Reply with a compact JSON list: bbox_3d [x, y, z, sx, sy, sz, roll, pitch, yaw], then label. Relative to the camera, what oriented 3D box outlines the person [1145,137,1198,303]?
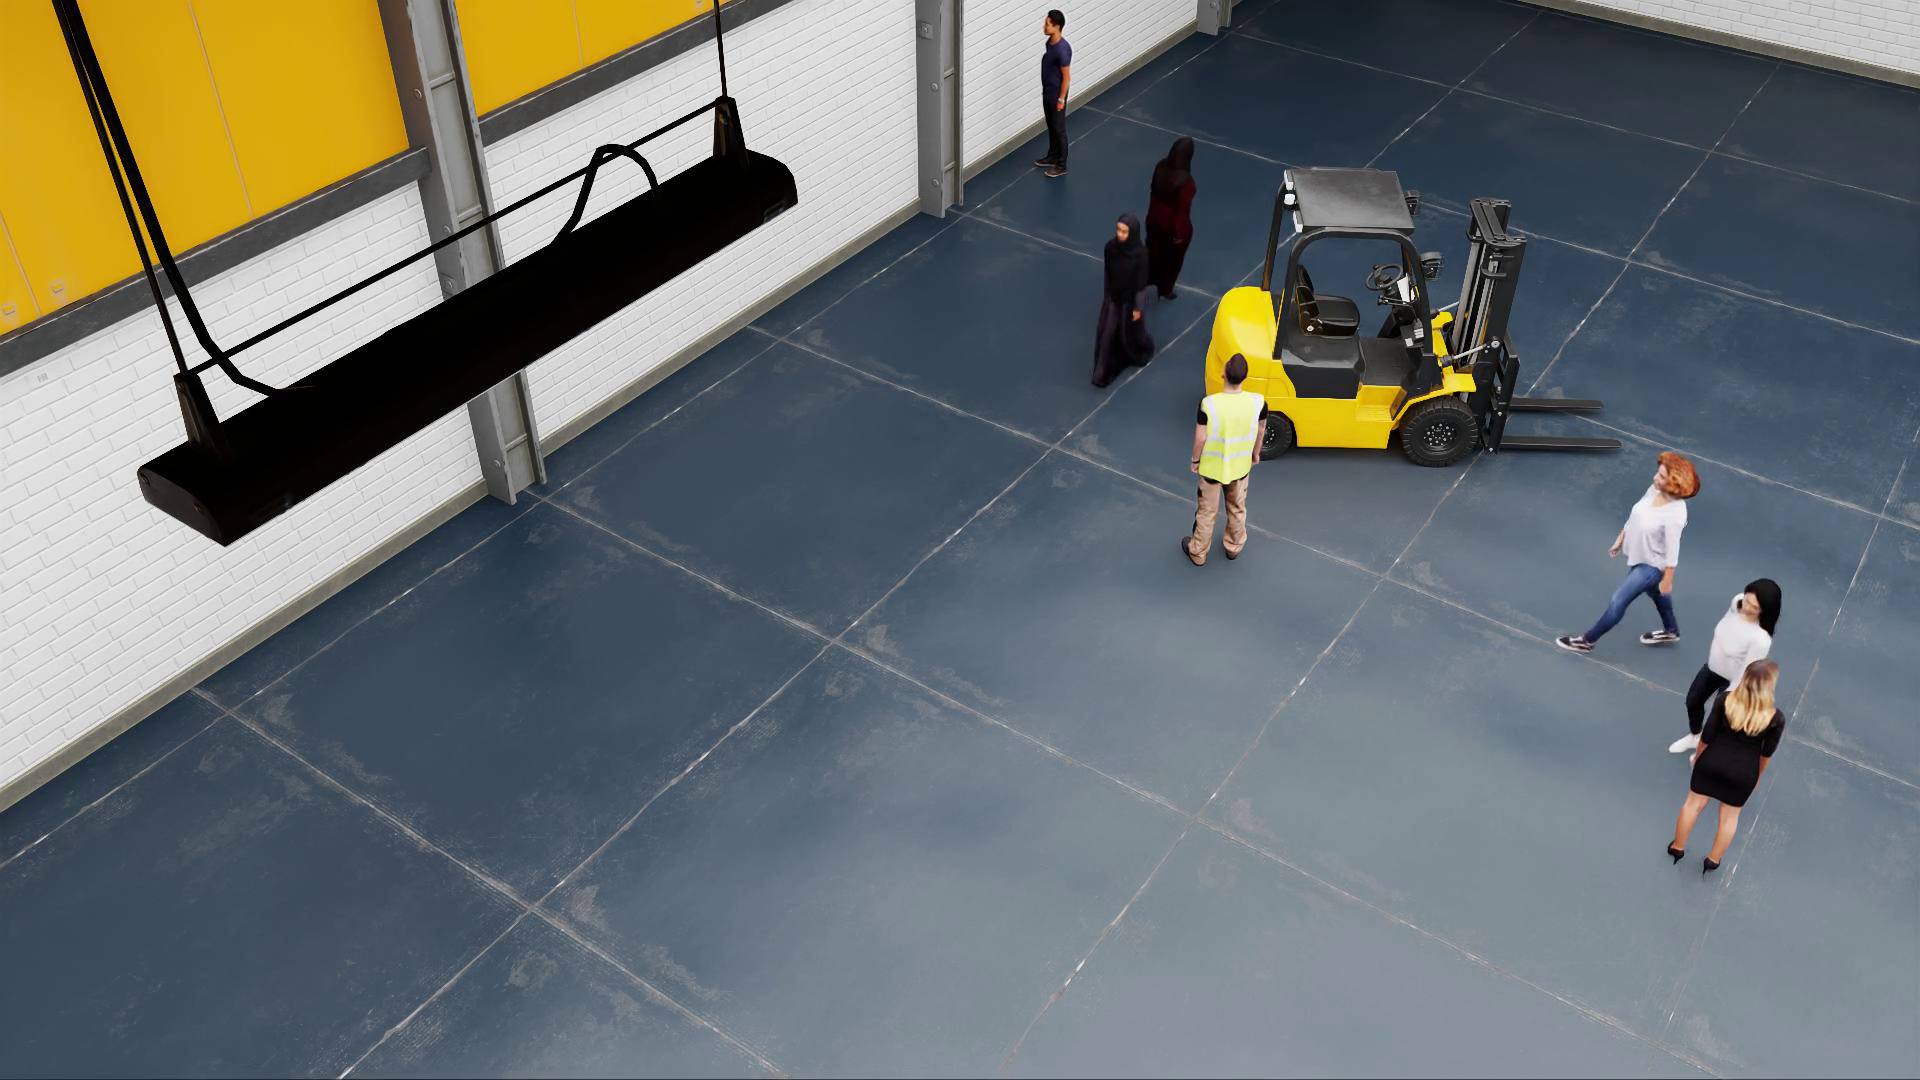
[{"bbox_3d":[1.852,-2.867,15.317,1.038,1.728,0.888,-24,44,-27],"label":"person"}]

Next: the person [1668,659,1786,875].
[{"bbox_3d":[4.631,1.378,10.044,0.556,1.675,0.477,21,43,24],"label":"person"}]

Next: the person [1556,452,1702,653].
[{"bbox_3d":[4.908,0.139,11.603,1.095,1.665,1.182,3,39,4],"label":"person"}]

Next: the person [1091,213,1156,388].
[{"bbox_3d":[1.490,-2.137,14.511,0.625,1.592,1.041,20,43,23],"label":"person"}]

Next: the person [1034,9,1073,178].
[{"bbox_3d":[1.019,-4.740,17.610,0.732,1.791,0.719,-12,40,-15],"label":"person"}]

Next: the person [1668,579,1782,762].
[{"bbox_3d":[5.016,0.839,10.723,0.846,1.669,0.786,0,39,0],"label":"person"}]

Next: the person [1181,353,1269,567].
[{"bbox_3d":[1.969,-0.591,12.372,0.855,1.847,0.914,-6,39,-8],"label":"person"}]
